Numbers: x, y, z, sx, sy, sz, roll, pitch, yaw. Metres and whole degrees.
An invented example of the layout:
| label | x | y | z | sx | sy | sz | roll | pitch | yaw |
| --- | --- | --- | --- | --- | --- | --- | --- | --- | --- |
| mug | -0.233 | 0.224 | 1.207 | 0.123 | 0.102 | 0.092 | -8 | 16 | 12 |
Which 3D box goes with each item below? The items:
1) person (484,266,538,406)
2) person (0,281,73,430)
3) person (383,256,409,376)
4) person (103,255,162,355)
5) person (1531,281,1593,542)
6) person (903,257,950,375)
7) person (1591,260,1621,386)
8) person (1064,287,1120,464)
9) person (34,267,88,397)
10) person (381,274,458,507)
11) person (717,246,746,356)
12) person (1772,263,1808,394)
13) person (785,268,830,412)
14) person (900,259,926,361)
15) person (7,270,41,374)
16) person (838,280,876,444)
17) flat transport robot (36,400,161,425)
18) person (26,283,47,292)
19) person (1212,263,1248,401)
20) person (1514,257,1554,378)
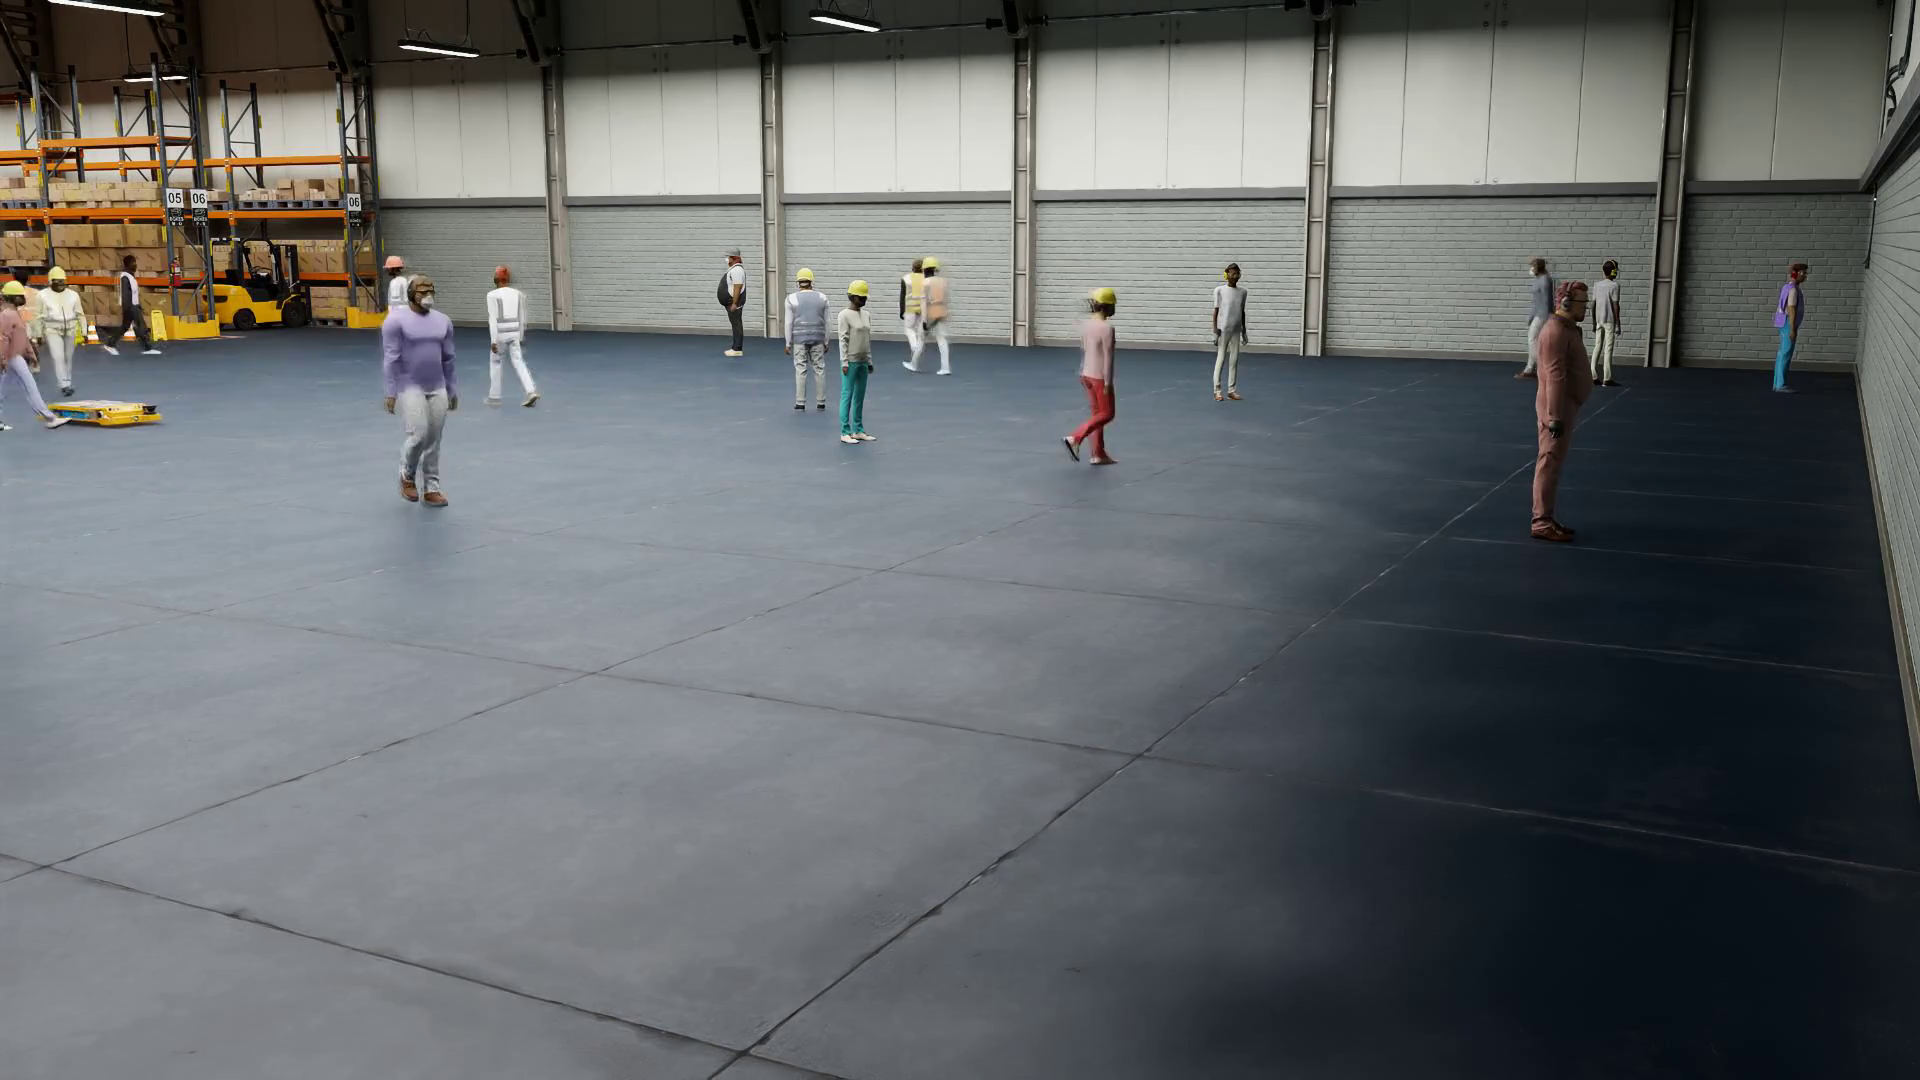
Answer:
| label | x | y | z | sx | sy | sz | roll | pitch | yaw |
| --- | --- | --- | --- | --- | --- | --- | --- | --- | --- |
| person | -5.924 | -2.671 | 21.854 | 0.958 | 1.848 | 0.589 | 8 | 13 | 37 |
| person | -10.797 | -2.104 | 19.114 | 0.936 | 1.715 | 0.543 | -3 | 11 | -18 |
| person | -8.854 | -3.552 | 26.450 | 0.671 | 1.920 | 0.548 | 0 | 10 | -2 |
| person | -15.664 | -4.415 | 31.284 | 0.965 | 1.879 | 0.583 | -4 | 11 | -22 |
| person | 4.457 | -0.951 | 12.304 | 0.402 | 1.904 | 0.652 | 4 | 11 | 23 |
| person | -0.509 | -3.617 | 26.911 | 0.600 | 1.878 | 0.983 | -9 | 14 | -41 |
| person | 9.644 | -3.226 | 24.797 | 0.328 | 1.873 | 0.517 | -5 | 12 | -27 |
| person | 1.296 | -1.577 | 16.150 | 0.555 | 1.752 | 0.527 | -4 | 11 | -22 |
| person | -12.510 | -2.899 | 23.227 | 0.903 | 1.787 | 0.621 | 9 | 14 | 42 |
| person | -4.422 | -1.225 | 13.732 | 0.432 | 1.927 | 0.653 | 8 | 13 | 38 |
| person | -4.259 | -4.457 | 31.049 | 0.537 | 2.000 | 0.682 | -2 | 11 | -9 |
| person | 11.809 | -3.011 | 23.704 | 0.373 | 1.840 | 0.569 | 4 | 11 | 19 |
| person | -1.946 | -2.540 | 21.181 | 0.588 | 1.827 | 0.404 | -3 | 11 | -17 |
| person | -0.751 | -4.087 | 29.611 | 0.648 | 1.827 | 0.464 | -3 | 11 | -13 |
| person | -15.230 | -3.528 | 26.969 | 0.755 | 1.664 | 0.557 | 4 | 11 | 21 |
| person | -1.117 | -1.932 | 18.045 | 0.318 | 1.764 | 0.522 | 6 | 12 | 32 |
| flat transport robot | -10.349 | -1.538 | 19.959 | 1.431 | 0.197 | 0.652 | 6 | 12 | 28 |
| person | -24.742 | -6.875 | 44.571 | 0.388 | 1.919 | 0.583 | 5 | 11 | 25 |
| person | 3.681 | -2.828 | 22.636 | 0.535 | 1.868 | 0.309 | -4 | 11 | -19 |
| person | 9.213 | -3.473 | 26.084 | 0.821 | 1.908 | 0.651 | 2 | 11 | 13 |
